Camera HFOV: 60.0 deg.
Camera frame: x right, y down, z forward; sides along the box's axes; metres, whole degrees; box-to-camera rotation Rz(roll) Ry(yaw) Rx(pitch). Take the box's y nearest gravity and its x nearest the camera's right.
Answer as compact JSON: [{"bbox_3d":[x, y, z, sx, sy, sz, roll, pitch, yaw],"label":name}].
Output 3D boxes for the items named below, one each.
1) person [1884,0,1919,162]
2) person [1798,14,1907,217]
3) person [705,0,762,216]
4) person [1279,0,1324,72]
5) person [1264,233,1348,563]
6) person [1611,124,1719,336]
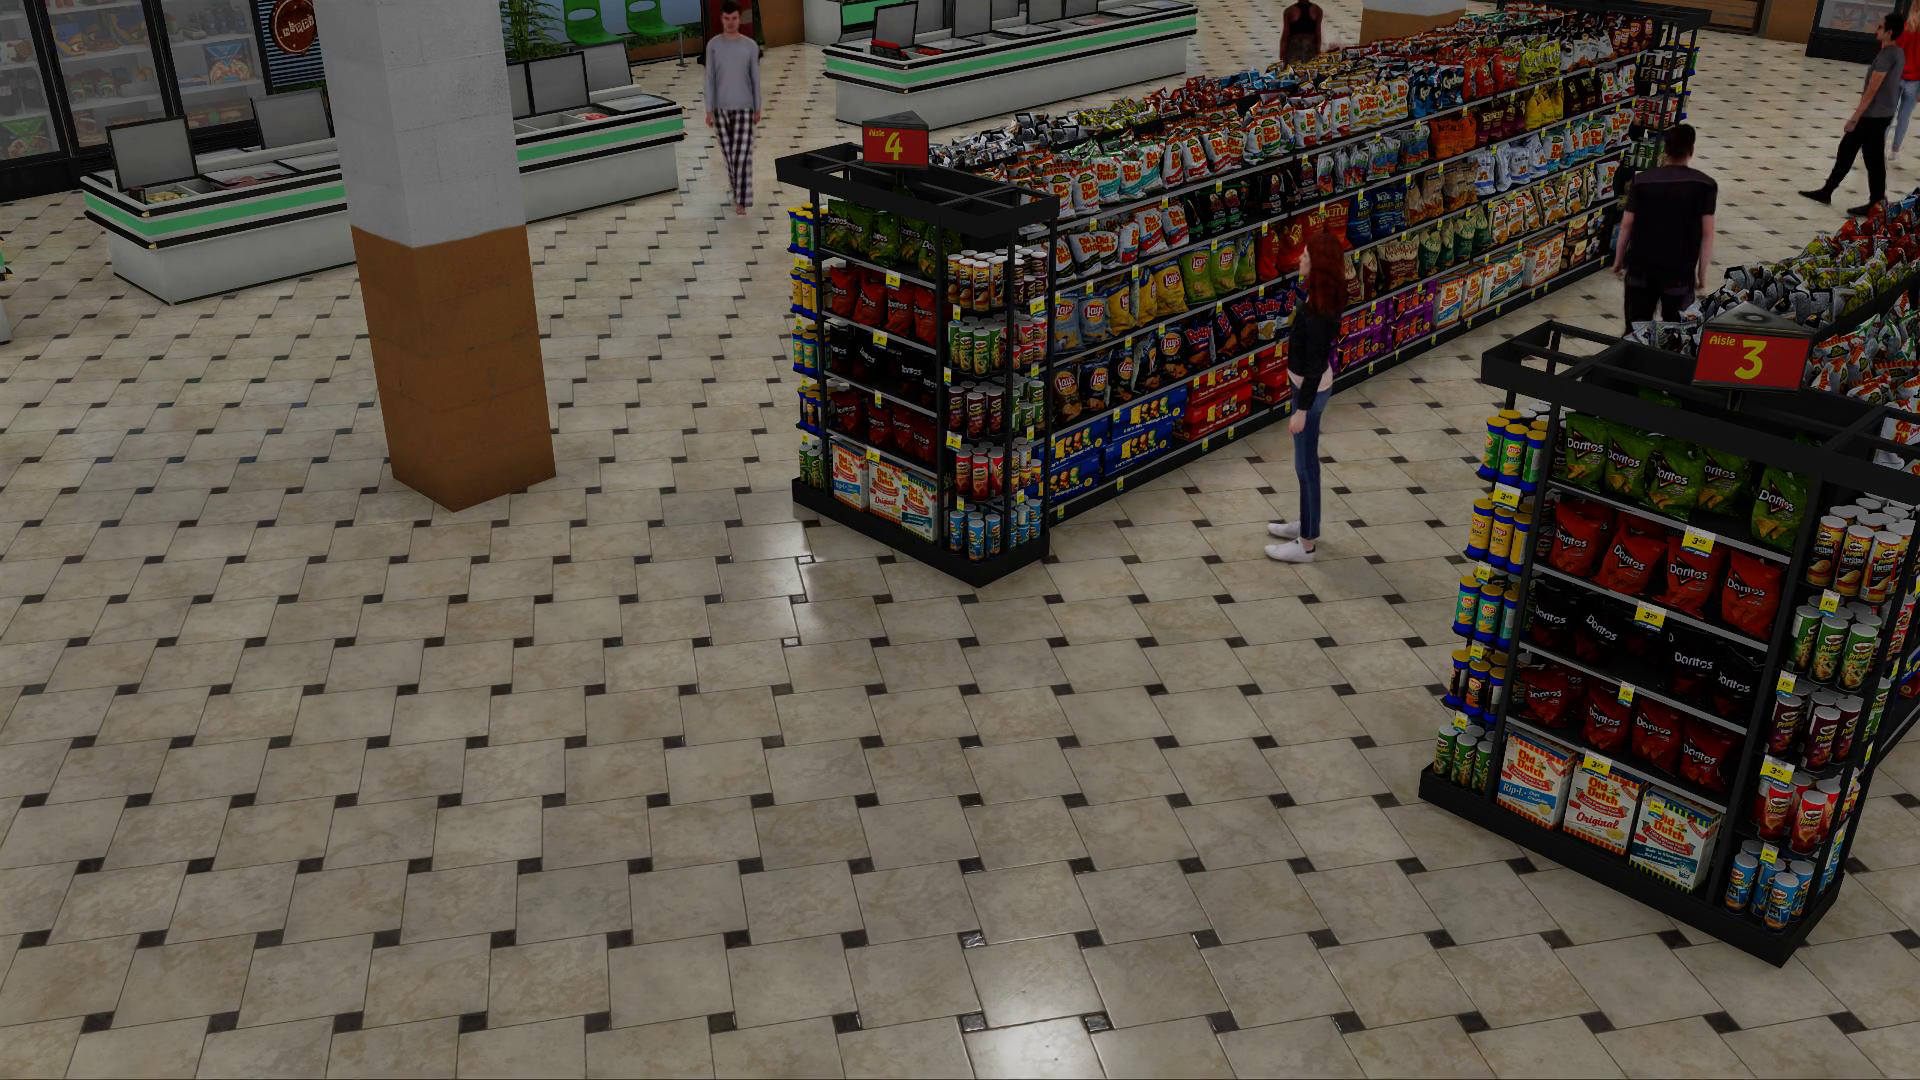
[{"bbox_3d":[9.060,-4.365,16.024,0.740,1.655,1.142,19,32,33],"label":"person"},{"bbox_3d":[8.146,-3.710,14.649,0.848,1.729,0.967,15,30,26],"label":"person"},{"bbox_3d":[-2.026,-3.845,14.840,1.129,1.797,1.213,1,27,2],"label":"person"},{"bbox_3d":[3.488,-4.873,16.994,0.872,1.682,0.946,1,27,3],"label":"person"},{"bbox_3d":[1.827,-0.740,8.729,0.714,1.787,0.610,7,28,13],"label":"person"},{"bbox_3d":[4.424,-1.682,10.531,0.810,1.838,0.725,16,31,28],"label":"person"}]
